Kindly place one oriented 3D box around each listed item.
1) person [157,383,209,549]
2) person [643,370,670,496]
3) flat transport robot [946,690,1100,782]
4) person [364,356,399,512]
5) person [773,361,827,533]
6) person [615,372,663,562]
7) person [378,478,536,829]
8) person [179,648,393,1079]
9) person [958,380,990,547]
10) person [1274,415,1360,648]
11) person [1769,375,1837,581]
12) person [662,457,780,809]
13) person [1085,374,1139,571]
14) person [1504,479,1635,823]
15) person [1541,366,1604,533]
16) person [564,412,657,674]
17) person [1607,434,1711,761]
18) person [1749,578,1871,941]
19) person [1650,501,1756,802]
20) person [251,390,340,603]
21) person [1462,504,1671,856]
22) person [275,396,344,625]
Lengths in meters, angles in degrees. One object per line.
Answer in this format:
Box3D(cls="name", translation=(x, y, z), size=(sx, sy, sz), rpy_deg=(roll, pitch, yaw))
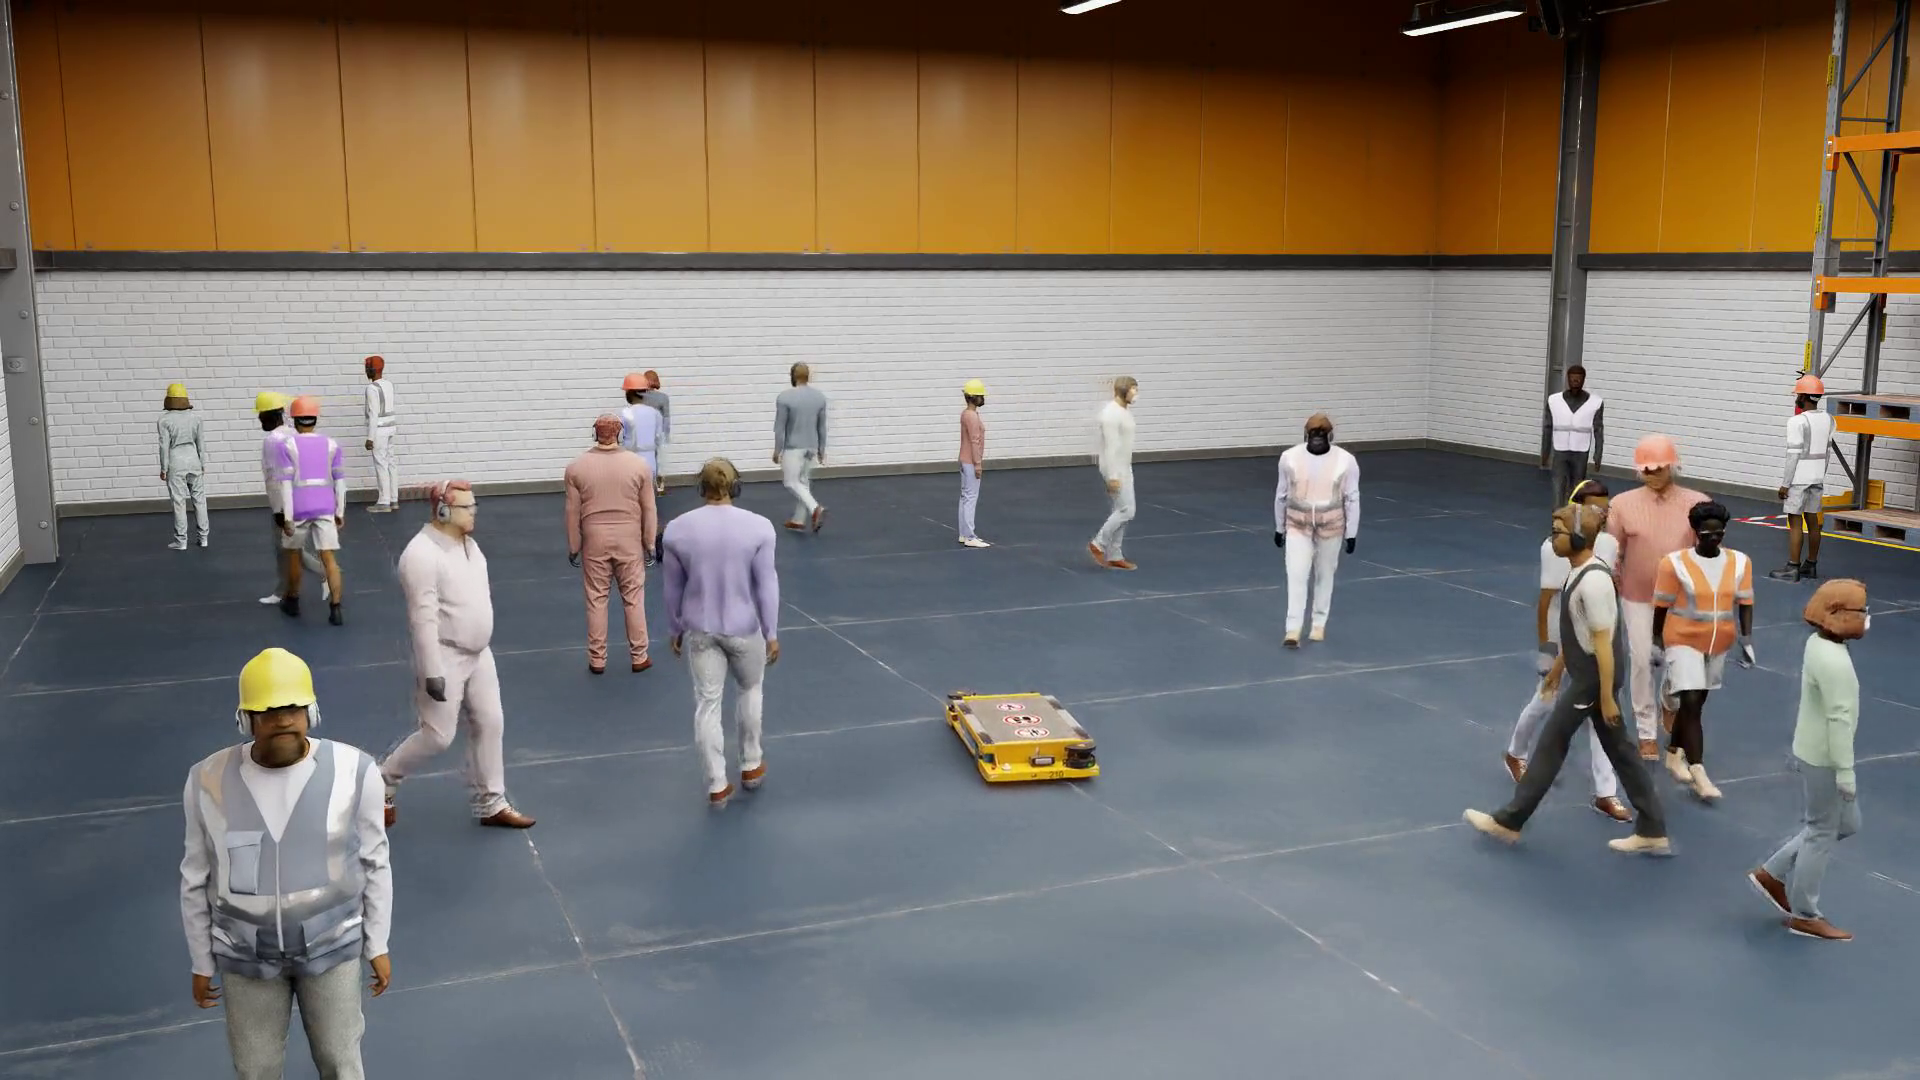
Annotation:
Box3D(cls="person", translation=(-8.156, -0.775, 17.437), size=(0.295, 1.744, 0.491), rpy_deg=(7, 12, 37))
Box3D(cls="person", translation=(-3.970, -1.367, 21.385), size=(0.494, 1.624, 0.283), rpy_deg=(0, 9, 1))
Box3D(cls="flat transport robot", translation=(0.353, 1.165, 10.130), size=(0.652, 0.197, 1.431), rpy_deg=(-2, 9, -10))
Box3D(cls="person", translation=(-6.991, -1.273, 20.040), size=(0.356, 1.882, 0.573), rpy_deg=(1, 9, 6))
Box3D(cls="person", translation=(-1.712, -1.005, 18.314), size=(0.642, 1.922, 0.750), rpy_deg=(-9, 13, -43))
Box3D(cls="person", translation=(-3.166, -0.717, 16.596), size=(0.810, 1.917, 0.560), rpy_deg=(7, 12, 38))
Box3D(cls="person", translation=(-2.698, 0.603, 8.671), size=(0.805, 1.877, 0.640), rpy_deg=(3, 10, 16))
Box3D(cls="person", translation=(-2.029, 1.225, 5.035), size=(0.599, 1.836, 0.404), rpy_deg=(-3, 10, -15))
Box3D(cls="person", translation=(0.146, -0.807, 17.572), size=(0.322, 1.766, 0.525), rpy_deg=(-2, 10, -11))
Box3D(cls="person", translation=(2.745, -0.053, 12.868), size=(0.660, 1.803, 0.901), rpy_deg=(3, 10, 16))
Box3D(cls="person", translation=(7.936, -0.580, 15.668), size=(0.545, 1.938, 0.359), rpy_deg=(-4, 10, -25))
Box3D(cls="person", translation=(-1.304, 0.486, 9.266), size=(0.662, 1.914, 0.773), rpy_deg=(1, 9, 3))
Box3D(cls="person", translation=(1.547, -0.638, 16.069), size=(0.438, 1.918, 0.643), rpy_deg=(3, 10, 20))
Box3D(cls="person", translation=(3.361, 0.553, 9.175), size=(0.544, 1.826, 0.986), rpy_deg=(-3, 10, -15))
Box3D(cls="person", translation=(6.541, -0.907, 17.785), size=(0.625, 1.884, 0.869), rpy_deg=(4, 10, 21))
Box3D(cls="person", translation=(-2.528, 0.024, 12.105), size=(0.648, 1.907, 0.401), rpy_deg=(-1, 9, -8))
Box3D(cls="person", translation=(4.209, 0.333, 10.050), size=(0.627, 1.967, 0.559), rpy_deg=(3, 10, 20))
Box3D(cls="person", translation=(3.790, 0.963, 7.274), size=(0.383, 1.619, 0.507), rpy_deg=(4, 10, 23))
Box3D(cls="person", translation=(4.174, 0.609, 9.272), size=(0.531, 1.655, 0.790), rpy_deg=(-1, 9, -6))
Box3D(cls="person", translation=(-5.790, -0.355, 14.437), size=(0.698, 1.900, 0.584), rpy_deg=(0, 9, 2))
Box3D(cls="person", translation=(3.121, 0.706, 8.346), size=(1.008, 1.785, 0.498), rpy_deg=(4, 10, 21))
Box3D(cls="person", translation=(-5.419, -0.254, 13.905), size=(0.551, 1.867, 0.961), rpy_deg=(-7, 12, -38))
